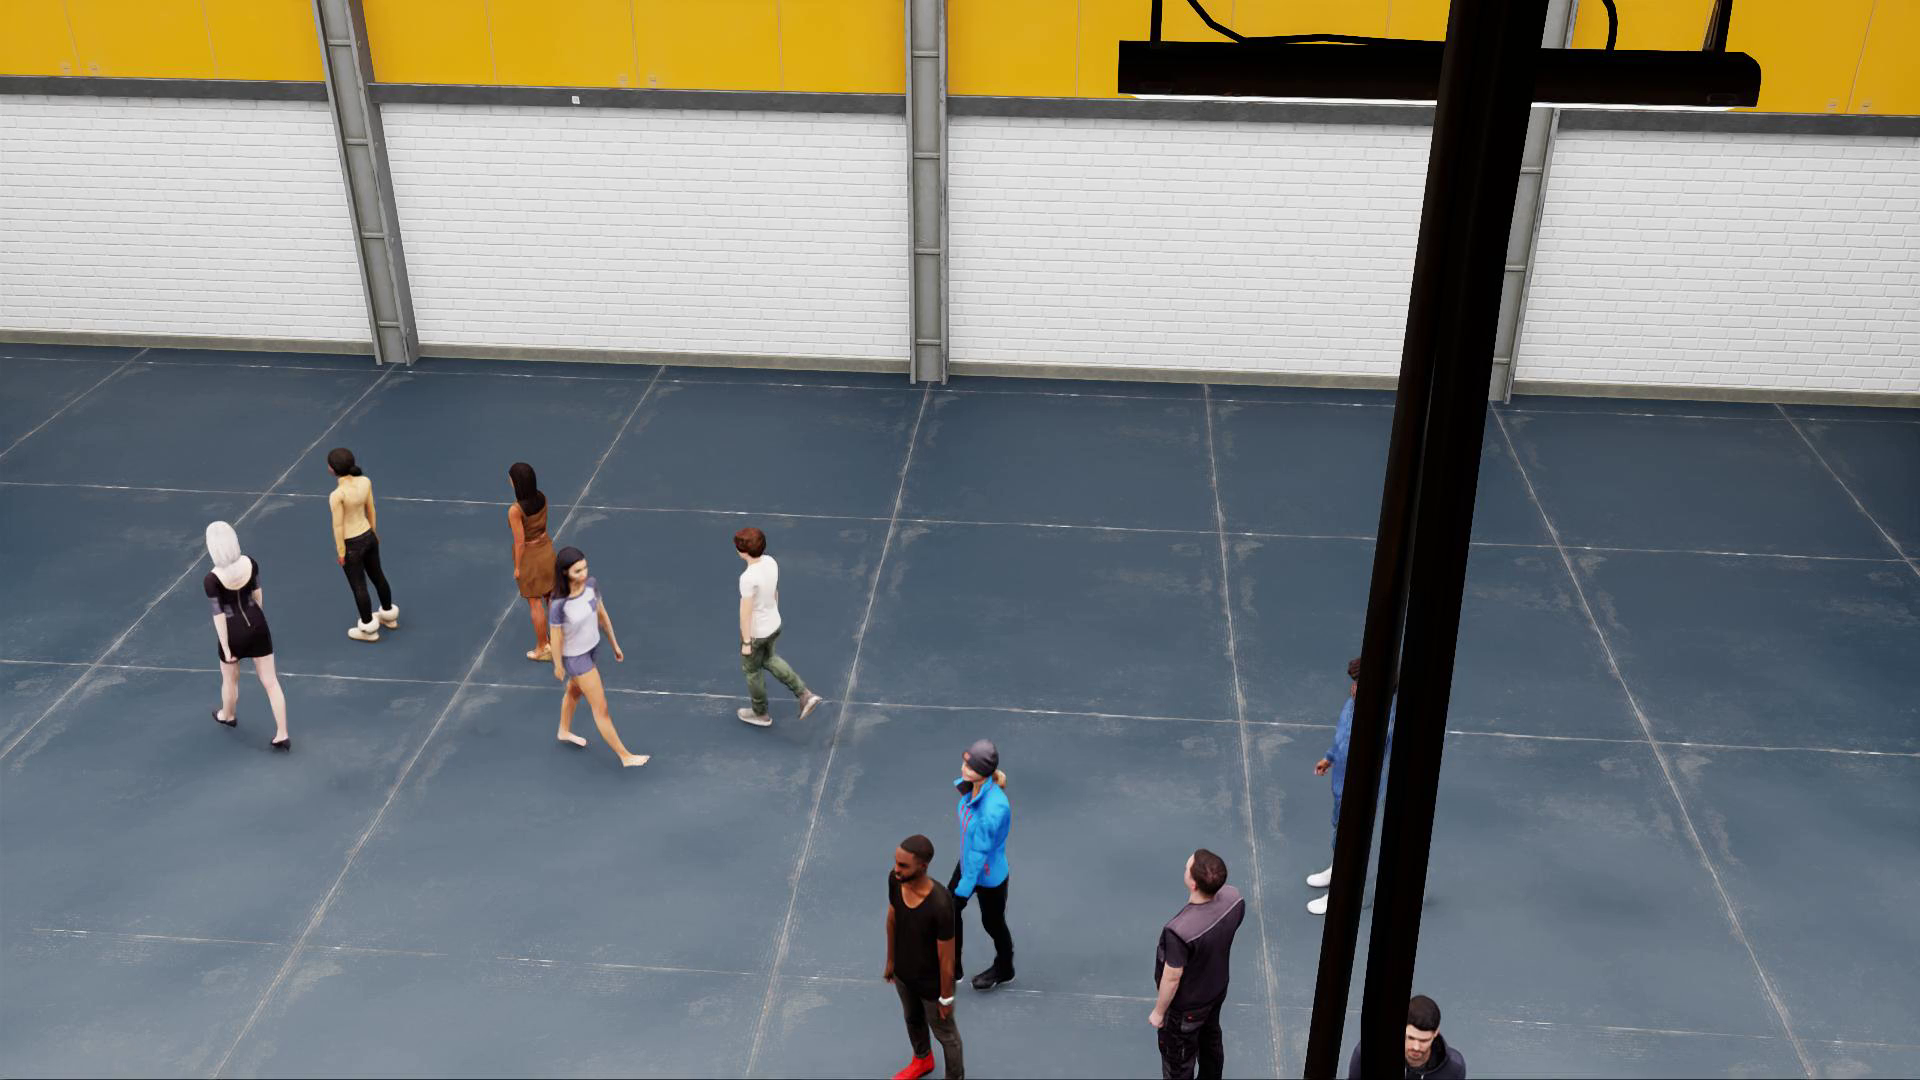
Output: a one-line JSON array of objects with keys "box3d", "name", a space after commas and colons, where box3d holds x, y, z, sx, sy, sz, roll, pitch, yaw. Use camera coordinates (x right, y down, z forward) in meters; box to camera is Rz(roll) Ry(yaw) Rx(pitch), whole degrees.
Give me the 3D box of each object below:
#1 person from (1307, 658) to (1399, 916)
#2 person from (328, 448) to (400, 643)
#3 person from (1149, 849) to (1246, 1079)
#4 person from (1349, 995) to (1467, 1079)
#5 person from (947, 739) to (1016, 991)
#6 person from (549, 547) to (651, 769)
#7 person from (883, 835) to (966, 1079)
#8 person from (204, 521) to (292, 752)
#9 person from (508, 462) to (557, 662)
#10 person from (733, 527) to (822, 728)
[{"box3d": [2.492, 1.492, 10.358, 0.629, 1.803, 0.692, 1, 29, 2], "name": "person"}, {"box3d": [-4.770, 0.018, 13.211, 0.665, 1.659, 0.671, 14, 31, 24], "name": "person"}, {"box3d": [1.226, 2.369, 8.706, 0.829, 1.846, 0.794, 26, 38, 38], "name": "person"}, {"box3d": [2.041, 2.835, 7.803, 0.532, 1.892, 0.748, 5, 29, 9], "name": "person"}, {"box3d": [0.220, 1.911, 9.611, 0.923, 1.782, 0.796, -9, 30, -16], "name": "person"}, {"box3d": [-2.747, 0.799, 11.750, 1.171, 1.687, 0.849, 12, 31, 21], "name": "person"}, {"box3d": [-0.172, 2.294, 8.893, 0.773, 1.798, 0.713, -24, 37, -37], "name": "person"}, {"box3d": [-4.999, 0.722, 11.771, 1.111, 1.802, 0.944, 20, 34, 32], "name": "person"}, {"box3d": [-3.306, 0.158, 12.922, 0.576, 1.690, 0.603, 9, 30, 16], "name": "person"}, {"box3d": [-1.367, 0.673, 12.035, 0.969, 1.635, 0.758, 12, 31, 21], "name": "person"}]
